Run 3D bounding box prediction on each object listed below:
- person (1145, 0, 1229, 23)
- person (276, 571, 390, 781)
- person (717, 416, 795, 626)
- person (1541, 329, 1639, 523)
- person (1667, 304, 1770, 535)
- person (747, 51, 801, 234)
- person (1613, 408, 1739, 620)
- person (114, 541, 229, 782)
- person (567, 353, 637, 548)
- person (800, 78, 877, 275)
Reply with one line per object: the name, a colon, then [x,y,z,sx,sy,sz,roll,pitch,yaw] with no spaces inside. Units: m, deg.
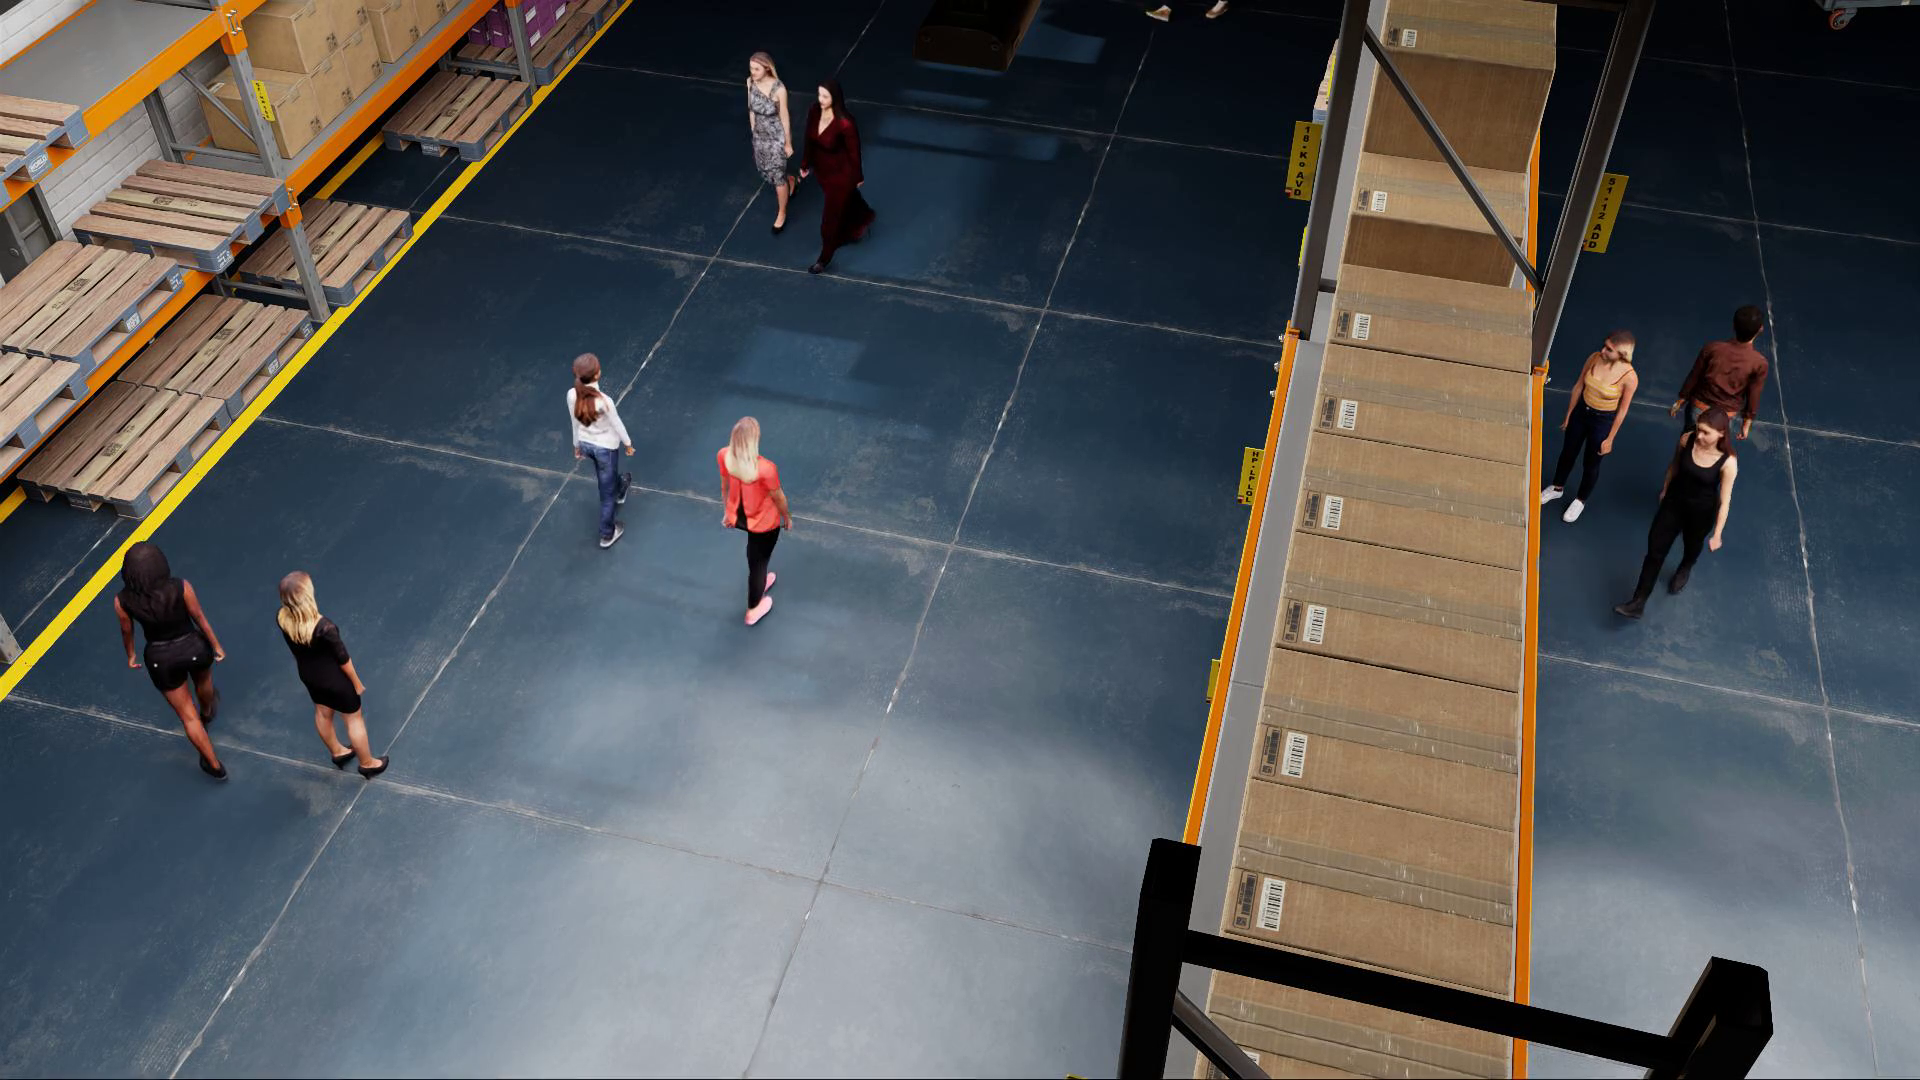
person: [2.624,-6.286,17.347,1.241,1.840,1.170,-22,48,-22]
person: [-3.810,0.828,10.000,0.567,1.675,0.498,15,46,15]
person: [-1.407,-0.071,10.944,0.680,1.674,0.754,21,48,21]
person: [4.492,-0.838,11.784,0.695,1.627,0.653,-27,50,-25]
person: [5.233,-0.812,11.676,0.901,1.738,1.067,29,50,27]
person: [-1.578,-3.551,14.592,0.742,1.681,0.898,21,48,21]
person: [4.923,-0.229,11.138,1.242,1.635,1.095,-33,52,-29]
person: [-4.677,0.773,10.044,1.054,1.694,1.135,-21,47,-21]
person: [-2.555,-0.591,11.593,0.606,1.531,0.927,15,46,15]
person: [-0.992,-3.166,14.170,1.225,1.705,1.035,-34,53,-30]
